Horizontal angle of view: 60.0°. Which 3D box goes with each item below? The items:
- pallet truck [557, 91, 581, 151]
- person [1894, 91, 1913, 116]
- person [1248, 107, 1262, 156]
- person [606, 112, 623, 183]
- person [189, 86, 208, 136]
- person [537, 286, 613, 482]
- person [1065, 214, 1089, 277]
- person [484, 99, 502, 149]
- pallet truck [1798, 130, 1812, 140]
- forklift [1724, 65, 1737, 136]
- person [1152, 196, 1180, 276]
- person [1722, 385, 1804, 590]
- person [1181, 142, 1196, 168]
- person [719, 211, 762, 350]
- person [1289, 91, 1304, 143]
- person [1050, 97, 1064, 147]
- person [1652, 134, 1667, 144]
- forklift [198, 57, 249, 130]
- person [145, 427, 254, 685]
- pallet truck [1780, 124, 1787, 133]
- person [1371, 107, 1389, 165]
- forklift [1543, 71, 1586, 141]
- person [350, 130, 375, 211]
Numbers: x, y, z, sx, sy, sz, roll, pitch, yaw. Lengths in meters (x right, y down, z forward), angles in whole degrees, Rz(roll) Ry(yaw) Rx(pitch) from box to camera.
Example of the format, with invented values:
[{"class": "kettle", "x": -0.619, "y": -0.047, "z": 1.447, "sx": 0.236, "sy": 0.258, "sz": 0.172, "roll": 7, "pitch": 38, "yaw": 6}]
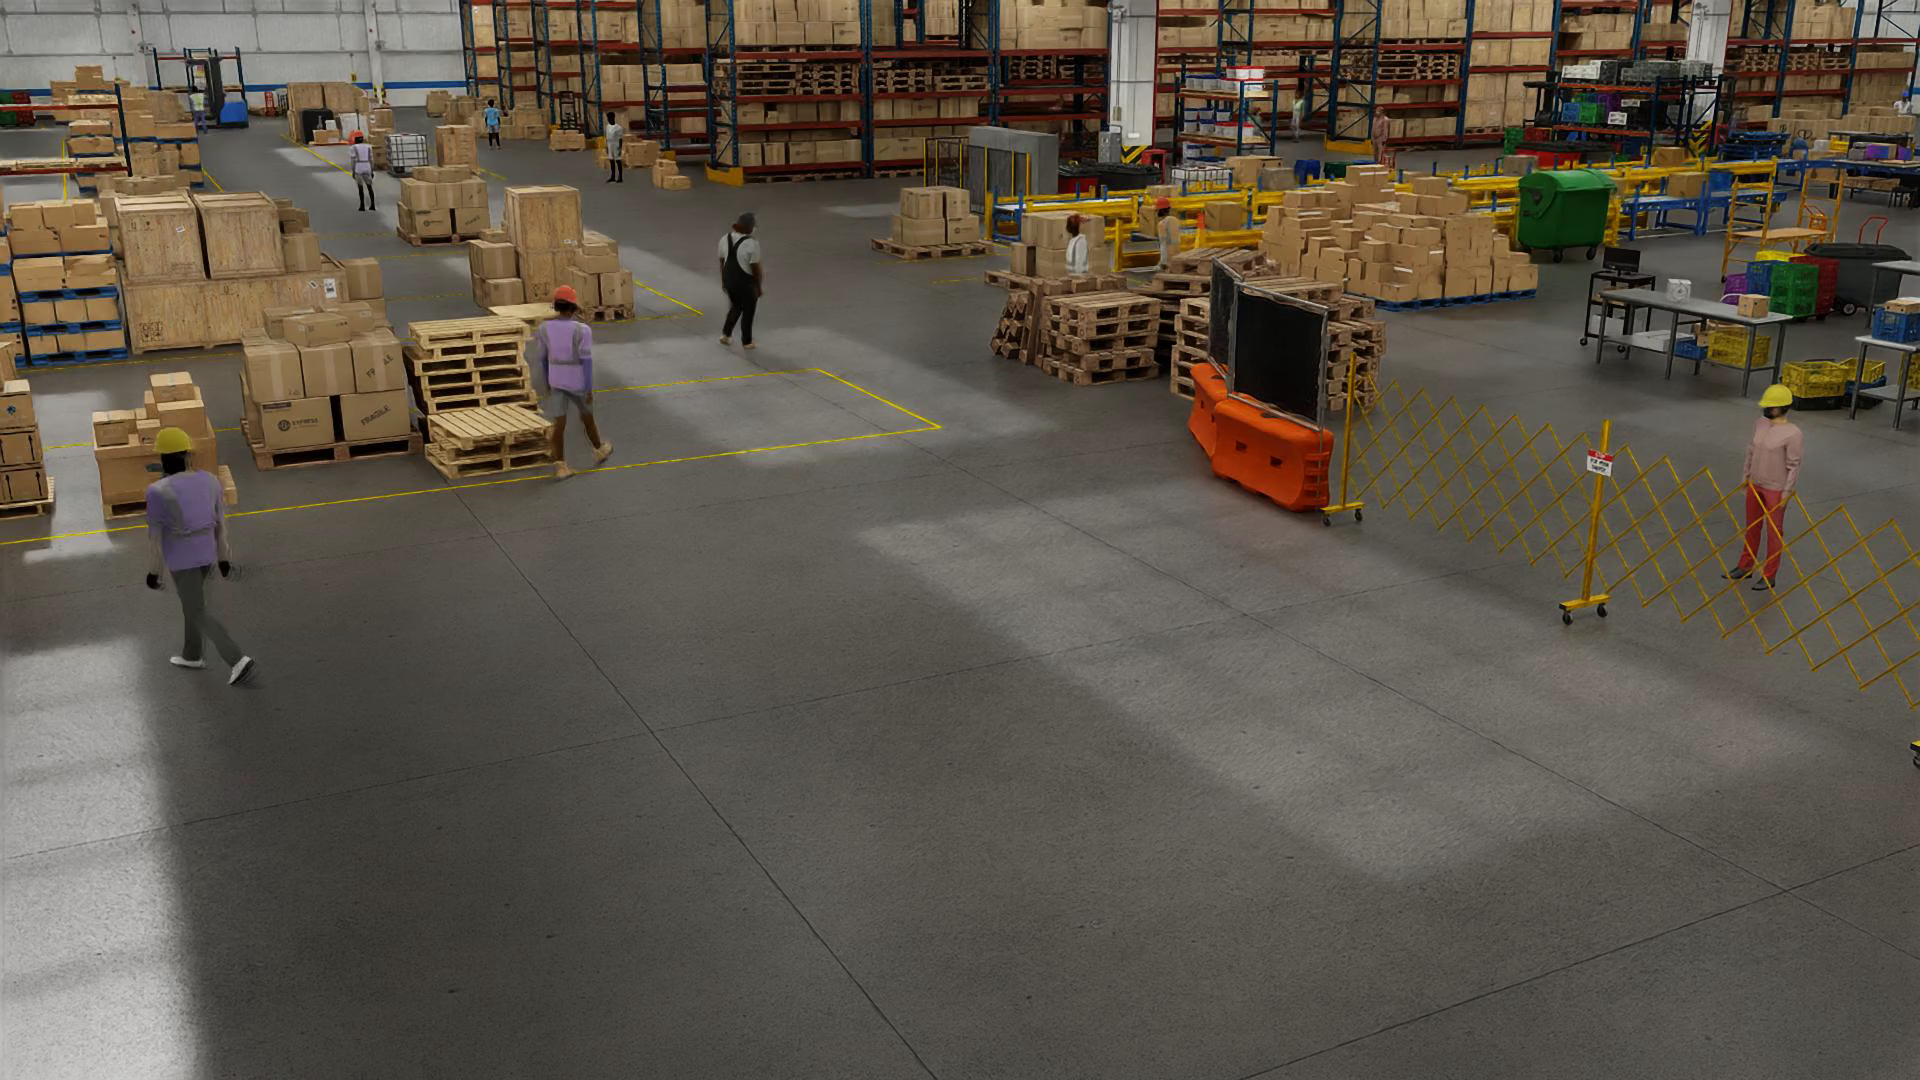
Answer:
[{"class": "pallet truck", "x": -13.495, "y": -14.412, "z": 57.188, "sx": 0.823, "sy": 1.965, "sz": 1.885, "roll": -3, "pitch": 18, "yaw": -9}, {"class": "person", "x": 32.739, "y": -14.604, "z": 57.864, "sx": 0.604, "sy": 1.949, "sz": 0.389, "roll": 8, "pitch": 19, "yaw": 24}, {"class": "person", "x": 9.685, "y": -13.339, "z": 54.447, "sx": 0.525, "sy": 1.610, "sz": 0.566, "roll": -10, "pitch": 20, "yaw": -28}, {"class": "person", "x": -9.699, "y": -10.992, "z": 46.590, "sx": 0.602, "sy": 1.959, "sz": 0.371, "roll": 12, "pitch": 21, "yaw": 33}, {"class": "person", "x": -29.275, "y": -16.490, "z": 63.908, "sx": 0.594, "sy": 1.853, "sz": 1.055, "roll": -16, "pitch": 24, "yaw": -41}, {"class": "person", "x": -4.079, "y": -1.681, "z": 17.504, "sx": 0.615, "sy": 1.988, "sz": 1.040, "roll": 3, "pitch": 18, "yaw": 9}, {"class": "person", "x": 1.808, "y": -3.888, "z": 24.607, "sx": 0.770, "sy": 1.863, "sz": 0.576, "roll": -4, "pitch": 18, "yaw": -13}, {"class": "person", "x": -16.176, "y": -14.391, "z": 57.599, "sx": 0.541, "sy": 1.700, "sz": 0.316, "roll": -1, "pitch": 18, "yaw": -4}, {"class": "pallet truck", "x": 25.526, "y": -11.556, "z": 49.408, "sx": 1.630, "sy": 1.274, "sz": 0.653, "roll": -9, "pitch": 20, "yaw": -26}, {"class": "forklift", "x": 26.294, "y": -15.059, "z": 57.782, "sx": 1.129, "sy": 2.768, "sz": 1.873, "roll": 10, "pitch": 20, "yaw": 28}, {"class": "person", "x": 3.385, "y": -4.492, "z": 26.435, "sx": 0.734, "sy": 1.904, "sz": 0.567, "roll": 14, "pitch": 23, "yaw": 38}, {"class": "person", "x": 6.806, "y": -0.449, "z": 14.044, "sx": 0.327, "sy": 1.761, "sz": 0.522, "roll": -6, "pitch": 19, "yaw": -18}, {"class": "person", "x": 6.269, "y": -10.423, "z": 45.257, "sx": 0.647, "sy": 1.677, "sz": 0.541, "roll": -8, "pitch": 19, "yaw": -23}, {"class": "person", "x": -3.094, "y": -3.734, "z": 23.829, "sx": 0.712, "sy": 2.000, "sz": 0.544, "roll": 11, "pitch": 21, "yaw": 31}, {"class": "person", "x": 12.244, "y": -15.370, "z": 60.435, "sx": 0.457, "sy": 1.829, "sz": 0.604, "roll": -10, "pitch": 20, "yaw": -29}, {"class": "person", "x": 3.226, "y": -13.796, "z": 55.455, "sx": 0.743, "sy": 1.882, "sz": 0.655, "roll": -14, "pitch": 22, "yaw": -37}, {"class": "person", "x": 22.262, "y": -12.967, "z": 52.966, "sx": 0.467, "sy": 1.820, "sz": 0.615, "roll": -11, "pitch": 21, "yaw": -30}, {"class": "forklift", "x": -29.743, "y": -17.930, "z": 66.733, "sx": 1.873, "sy": 2.768, "sz": 1.129, "roll": -9, "pitch": 20, "yaw": -26}, {"class": "person", "x": -5.538, "y": 0.114, "z": 12.072, "sx": 0.902, "sy": 1.896, "sz": 0.588, "roll": 7, "pitch": 19, "yaw": 21}, {"class": "pallet truck", "x": 25.206, "y": -12.542, "z": 52.601, "sx": 1.601, "sy": 1.201, "sz": 0.680, "roll": 0, "pitch": 18, "yaw": -2}, {"class": "person", "x": 12.586, "y": -12.068, "z": 50.050, "sx": 0.399, "sy": 1.900, "sz": 0.636, "roll": -9, "pitch": 20, "yaw": -27}, {"class": "forklift", "x": 18.685, "y": -13.231, "z": 52.085, "sx": 1.873, "sy": 2.768, "sz": 1.129, "roll": -9, "pitch": 20, "yaw": -26}, {"class": "person", "x": -14.454, "y": -8.935, "z": 40.236, "sx": 0.539, "sy": 1.929, "sz": 0.394, "roll": -15, "pitch": 23, "yaw": -40}]
